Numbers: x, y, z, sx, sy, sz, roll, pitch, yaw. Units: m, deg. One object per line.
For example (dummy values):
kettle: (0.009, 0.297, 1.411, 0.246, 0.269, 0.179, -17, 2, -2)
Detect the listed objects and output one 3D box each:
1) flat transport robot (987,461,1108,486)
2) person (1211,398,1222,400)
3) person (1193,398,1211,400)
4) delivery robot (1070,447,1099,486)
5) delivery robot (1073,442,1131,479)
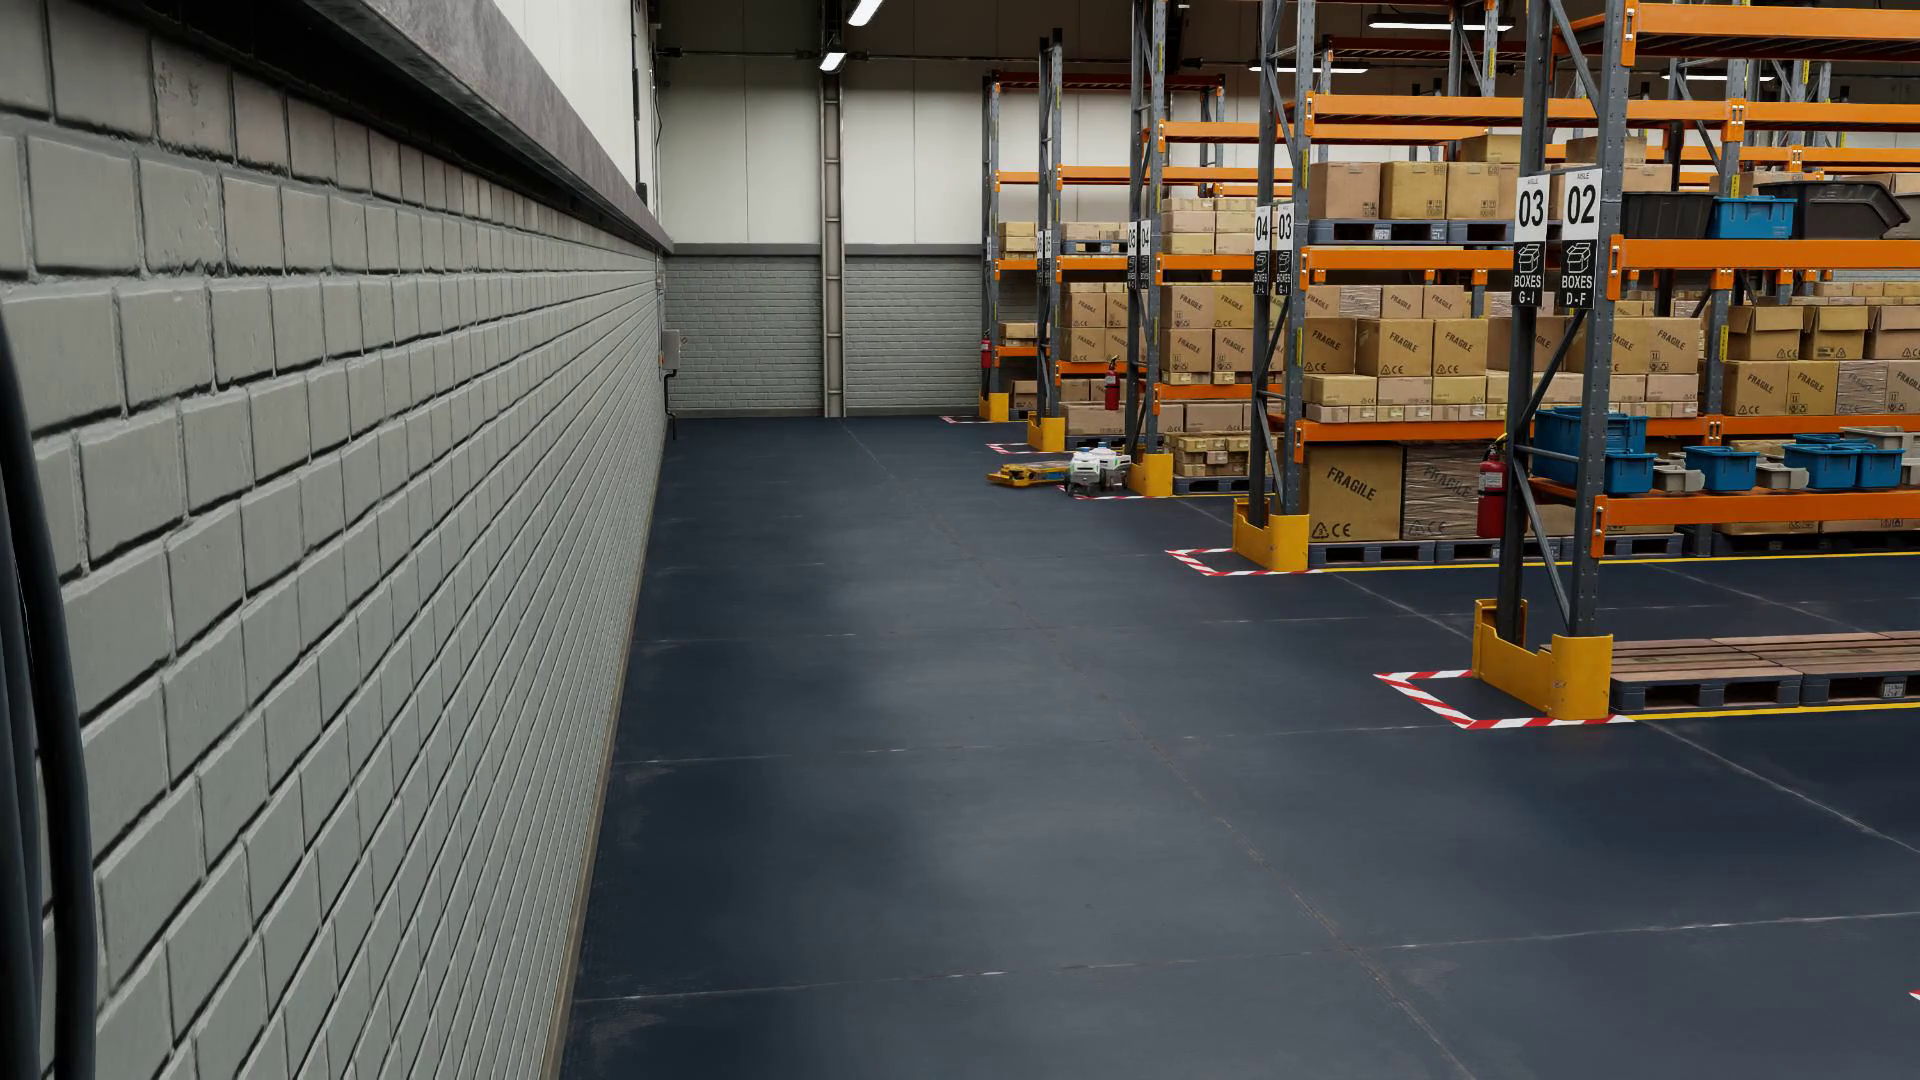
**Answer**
flat transport robot: (1.120, -0.849, 20.824, 1.431, 0.197, 0.652, -5, 11, -29)
person: (3.978, -2.673, 27.171, 0.783, 1.870, 0.634, -1, 9, -4)
person: (3.897, -2.557, 26.293, 0.769, 1.911, 0.582, -2, 9, -9)
delivery robot: (1.483, -0.858, 19.719, 0.477, 0.478, 0.707, 1, 9, 4)
delivery robot: (1.733, -0.950, 20.289, 0.707, 0.478, 0.477, 8, 12, 42)
